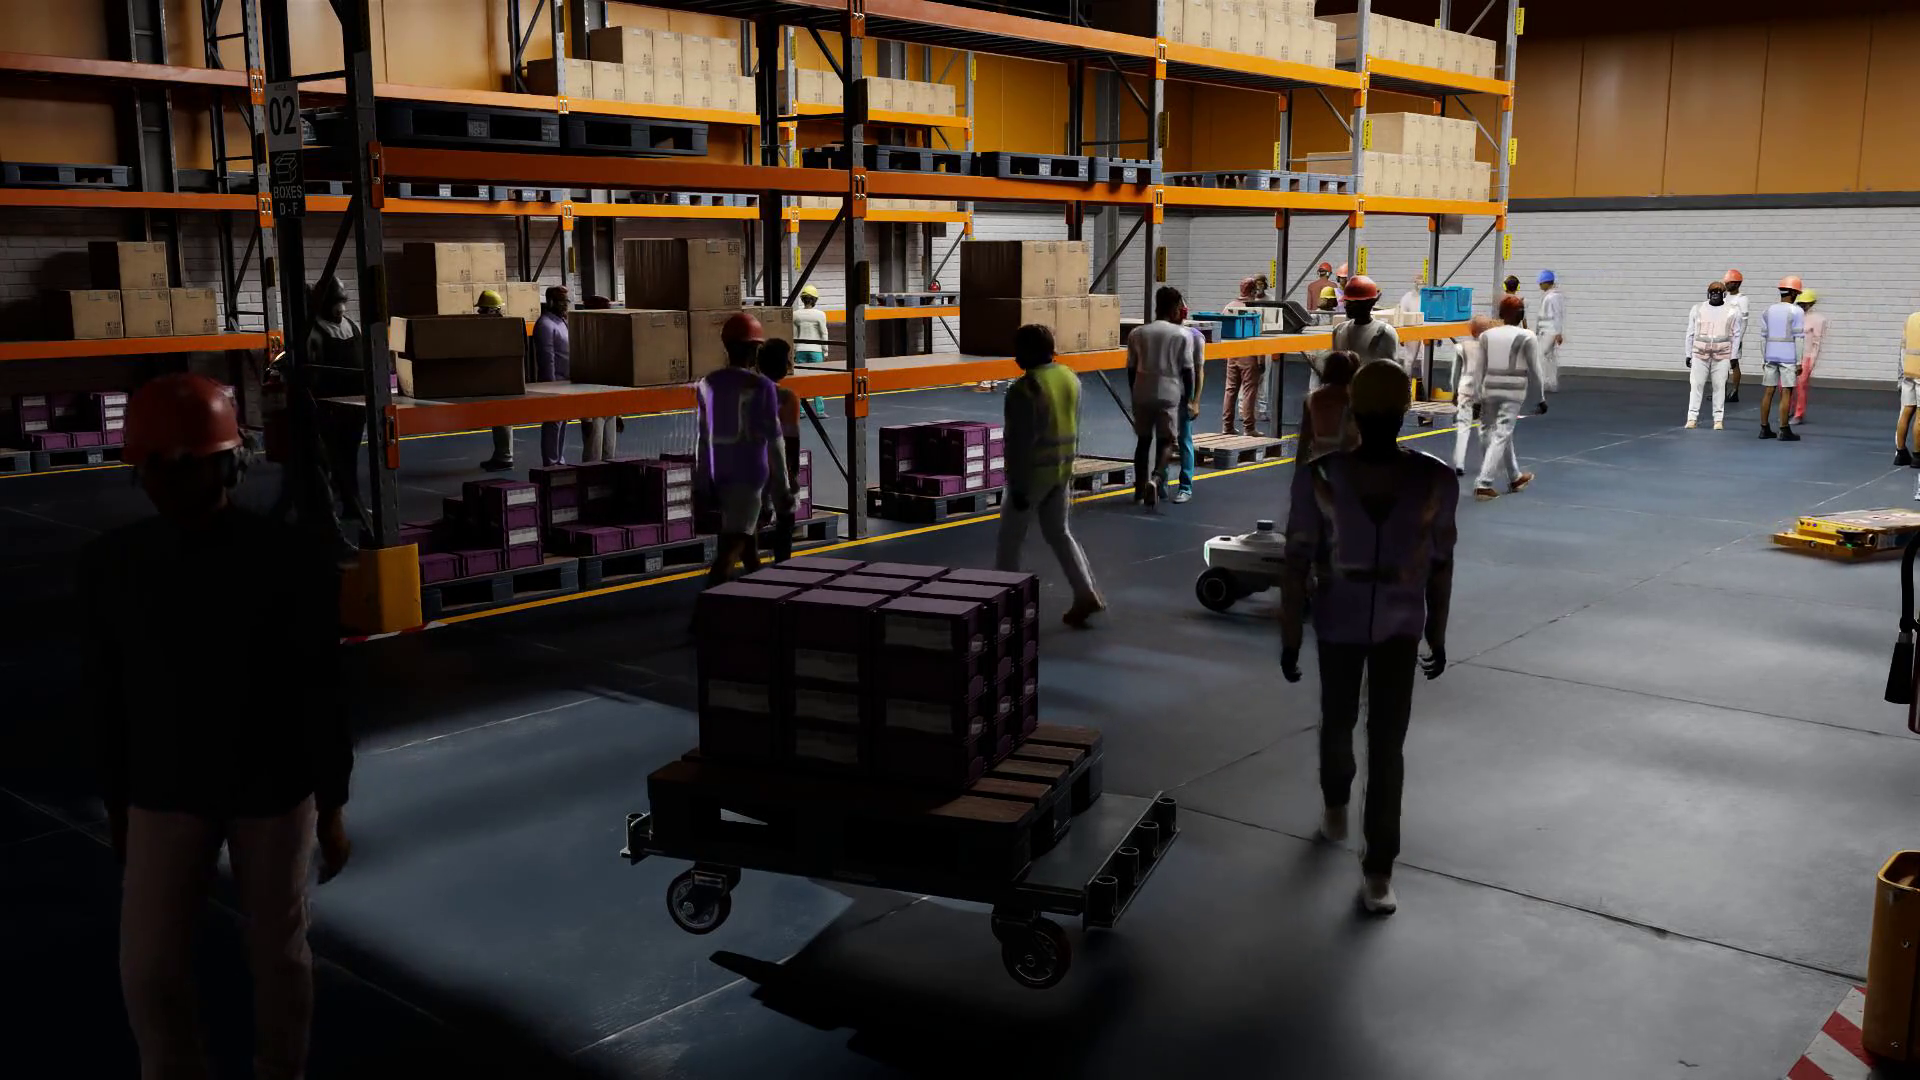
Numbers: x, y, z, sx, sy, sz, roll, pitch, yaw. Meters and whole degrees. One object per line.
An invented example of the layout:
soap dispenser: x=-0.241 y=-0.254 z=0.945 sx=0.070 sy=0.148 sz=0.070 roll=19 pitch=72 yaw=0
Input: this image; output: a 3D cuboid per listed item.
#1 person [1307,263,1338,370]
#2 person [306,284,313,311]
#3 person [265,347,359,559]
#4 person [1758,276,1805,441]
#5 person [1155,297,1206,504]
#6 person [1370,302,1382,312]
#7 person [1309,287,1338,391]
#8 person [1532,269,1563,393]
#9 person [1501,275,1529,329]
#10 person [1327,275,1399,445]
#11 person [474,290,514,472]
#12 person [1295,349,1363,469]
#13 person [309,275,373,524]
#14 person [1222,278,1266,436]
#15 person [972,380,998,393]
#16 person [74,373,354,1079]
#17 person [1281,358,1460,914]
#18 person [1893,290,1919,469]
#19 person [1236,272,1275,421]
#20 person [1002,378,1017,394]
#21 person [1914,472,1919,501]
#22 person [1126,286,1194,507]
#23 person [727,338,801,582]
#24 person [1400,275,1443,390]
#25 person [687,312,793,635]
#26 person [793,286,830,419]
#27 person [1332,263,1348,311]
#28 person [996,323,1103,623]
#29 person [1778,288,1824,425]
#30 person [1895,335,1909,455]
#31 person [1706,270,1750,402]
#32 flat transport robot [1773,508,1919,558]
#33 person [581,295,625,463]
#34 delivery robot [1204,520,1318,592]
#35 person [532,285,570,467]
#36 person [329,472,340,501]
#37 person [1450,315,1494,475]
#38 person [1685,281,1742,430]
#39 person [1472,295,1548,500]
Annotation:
person: x=6.710 y=-4.121 z=30.725 sx=0.609 sy=1.986 sz=0.390 roll=7 pitch=12 yaw=34
person: x=-6.588 y=-1.643 z=16.848 sx=0.631 sy=1.902 sz=0.441 roll=7 pitch=12 yaw=35
person: x=-4.698 y=-0.601 z=11.821 sx=0.870 sy=1.588 sz=0.502 roll=-6 pitch=12 yaw=-30
person: x=9.679 y=-2.129 z=19.550 sx=0.367 sy=1.930 sz=0.542 roll=-5 pitch=11 yaw=-27
person: x=1.911 y=-1.251 z=14.781 sx=0.565 sy=1.846 sz=0.390 roll=8 pitch=13 yaw=39
person: x=5.721 y=-2.734 z=23.320 sx=0.633 sy=1.813 sz=0.620 roll=-2 pitch=10 yaw=-9
person: x=4.897 y=-2.510 z=22.243 sx=0.493 sy=1.743 sz=0.301 roll=-6 pitch=11 yaw=-29
person: x=9.103 y=-3.236 z=25.882 sx=0.612 sy=1.922 sz=0.612 roll=0 pitch=10 yaw=3
person: x=7.839 y=-2.842 z=23.766 sx=0.513 sy=1.875 sz=0.328 roll=0 pitch=10 yaw=1
person: x=3.124 y=-1.050 z=13.083 sx=0.370 sy=2.040 sz=0.615 roll=-8 pitch=13 yaw=-40
person: x=-4.729 y=-1.613 z=16.878 sx=0.403 sy=1.835 sz=0.588 roll=-4 pitch=11 yaw=-23
person: x=2.397 y=-0.433 z=10.826 sx=0.744 sy=1.609 sz=0.528 roll=-10 pitch=14 yaw=-43
person: x=-5.107 y=-1.155 z=13.685 sx=0.536 sy=2.000 sz=0.683 roll=5 pitch=11 yaw=28
person: x=3.443 y=-2.192 z=20.008 sx=0.396 sy=1.899 sz=0.636 roll=-9 pitch=13 yaw=-40
person: x=0.408 y=-3.269 z=26.029 sx=0.371 sy=1.934 sz=0.627 roll=6 pitch=11 yaw=29
person: x=-1.722 y=0.607 z=3.854 sx=0.616 sy=1.975 sz=0.595 roll=-2 pitch=10 yaw=-10
person: x=1.462 y=0.277 z=5.994 sx=0.607 sy=1.886 sz=0.975 roll=2 pitch=10 yaw=10
person: x=9.907 y=-1.703 z=17.094 sx=0.372 sy=1.939 sz=0.544 roll=-1 pitch=10 yaw=-4
person: x=3.873 y=-2.516 z=21.723 sx=0.635 sy=1.937 sz=0.352 roll=1 pitch=10 yaw=7
person: x=0.867 y=-3.135 z=25.596 sx=0.585 sy=1.824 sz=0.405 roll=7 pitch=12 yaw=36
person: x=8.794 y=-1.124 z=14.679 sx=0.525 sy=1.628 sz=0.393 roll=6 pitch=12 yaw=32
person: x=1.691 y=-1.230 z=14.418 sx=0.644 sy=1.934 sz=0.729 roll=6 pitch=12 yaw=30
person: x=-1.254 y=-0.446 z=10.664 sx=0.535 sy=1.687 sz=0.505 roll=8 pitch=13 yaw=38
person: x=7.162 y=-3.198 z=25.876 sx=0.693 sy=1.855 sz=0.988 roll=1 pitch=10 yaw=7
person: x=-1.297 y=-0.380 z=9.725 sx=0.570 sy=1.890 sz=1.005 roll=7 pitch=12 yaw=35
person: x=-1.979 y=-2.471 z=21.982 sx=0.524 sy=1.760 sz=0.326 roll=3 pitch=10 yaw=17
person: x=5.405 y=-2.869 z=23.436 sx=0.616 sy=2.040 sz=0.373 roll=-2 pitch=10 yaw=-13
person: x=0.478 y=-0.387 z=9.960 sx=0.793 sy=1.817 sz=0.631 roll=9 pitch=14 yaw=42
person: x=10.677 y=-2.321 z=21.152 sx=0.407 sy=1.740 sz=0.546 roll=-5 pitch=11 yaw=-28
person: x=10.419 y=-1.710 z=18.006 sx=0.498 sy=1.632 sz=0.285 roll=2 pitch=10 yaw=14
person: x=11.295 y=-2.988 z=24.412 sx=0.360 sy=1.938 sz=0.546 roll=-2 pitch=10 yaw=-14
flat transport robot: x=6.891 y=-0.067 z=12.525 sx=1.431 sy=0.197 sz=0.652 roll=-5 pitch=11 yaw=-27
person: x=-2.864 y=-0.999 z=13.256 sx=0.355 sy=1.880 sz=0.575 roll=3 pitch=10 yaw=16
delivery robot: x=1.903 y=0.118 z=10.398 sx=0.707 sy=0.478 sz=0.477 roll=5 pitch=11 yaw=27
person: x=-3.798 y=-1.452 z=15.770 sx=0.401 sy=1.904 sz=0.640 roll=0 pitch=10 yaw=1
person: x=-5.663 y=-1.190 z=14.871 sx=0.319 sy=1.691 sz=0.539 roll=-5 pitch=11 yaw=-28
person: x=5.143 y=-1.446 z=16.616 sx=0.529 sy=1.599 sz=0.856 roll=5 pitch=11 yaw=28
person: x=9.383 y=-2.298 z=20.761 sx=0.626 sy=1.844 sz=0.429 roll=5 pitch=11 yaw=25
person: x=4.976 y=-1.287 z=15.041 sx=0.992 sy=1.830 sz=0.581 roll=-7 pitch=12 yaw=-34
